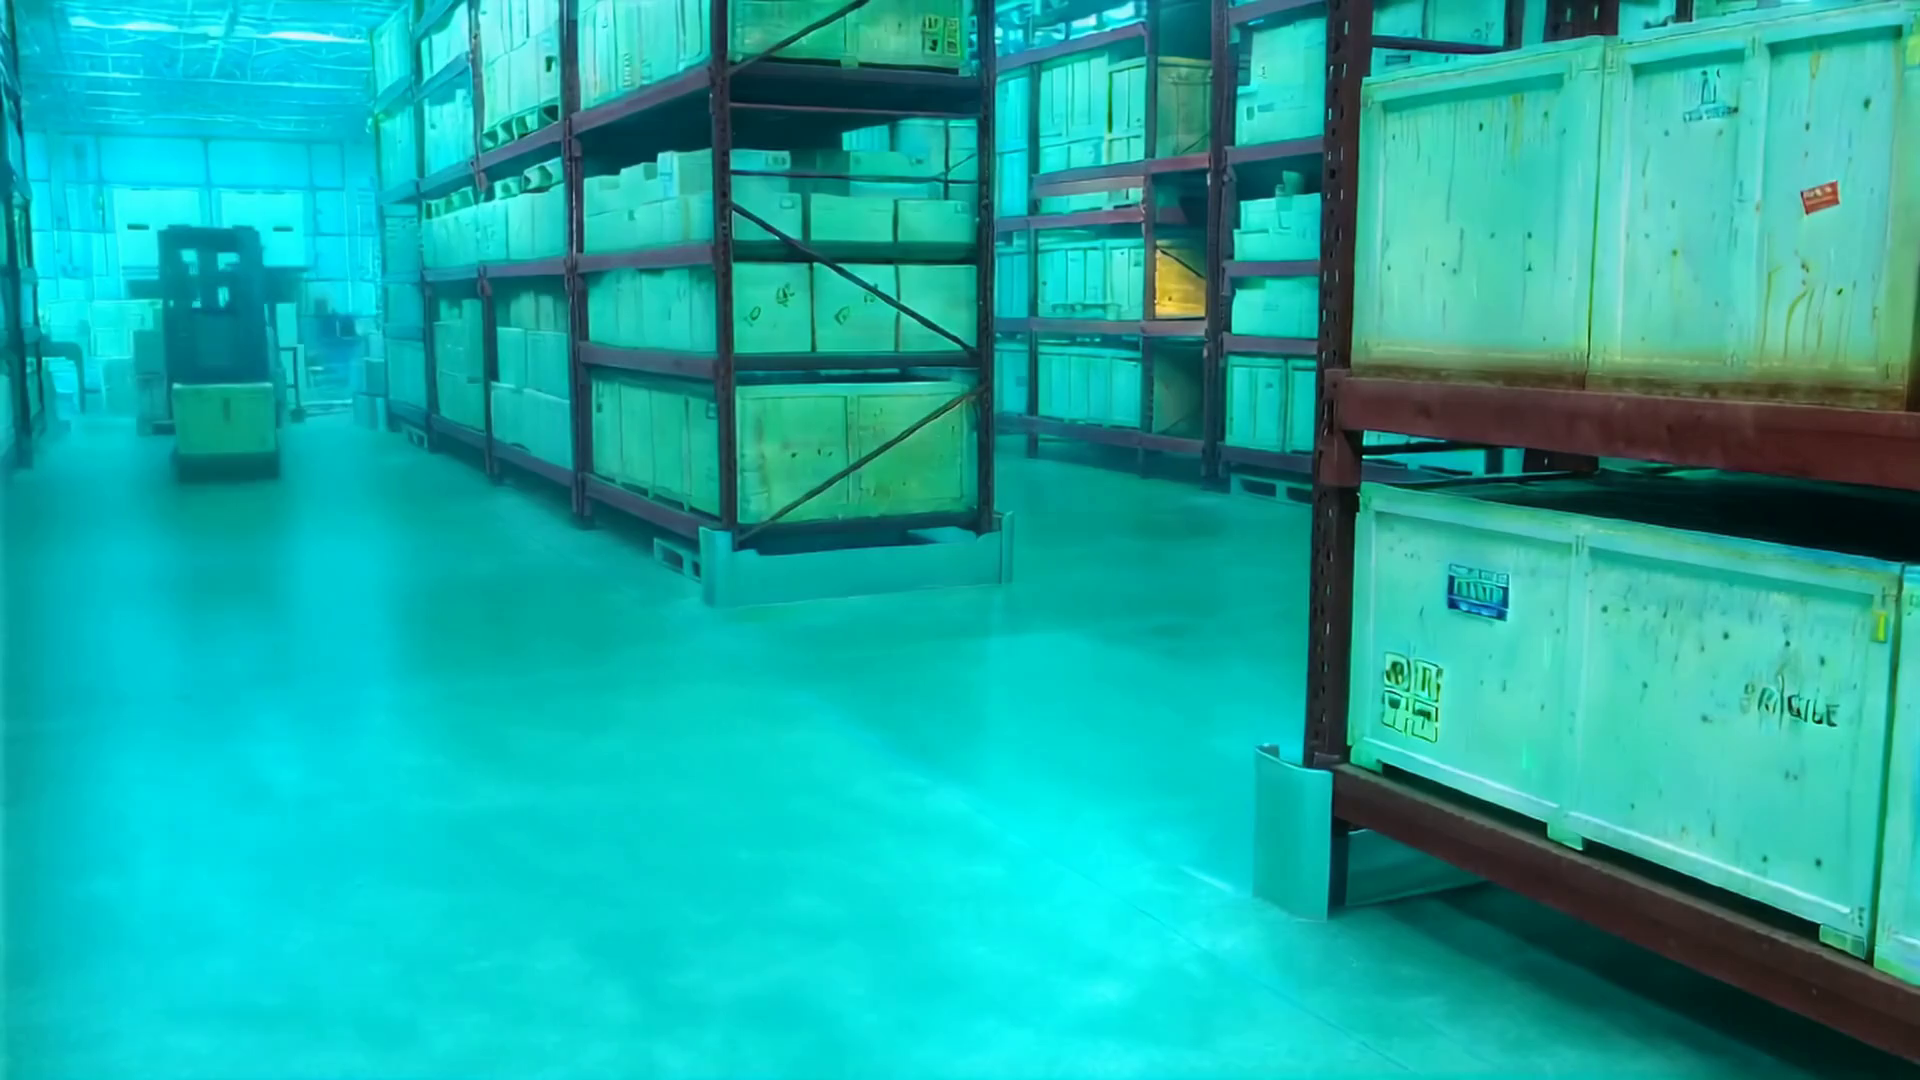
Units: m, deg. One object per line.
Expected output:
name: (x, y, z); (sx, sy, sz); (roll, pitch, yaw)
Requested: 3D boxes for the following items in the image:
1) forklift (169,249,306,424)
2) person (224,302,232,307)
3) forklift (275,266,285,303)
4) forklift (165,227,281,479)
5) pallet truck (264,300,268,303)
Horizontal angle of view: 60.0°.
forklift: (-11.284, -3.144, 25.767); (1.129, 2.768, 1.873); (2, 9, 15)
person: (-20.555, -5.728, 46.820); (0.630, 1.940, 0.372); (6, 10, 34)
forklift: (-17.121, -5.368, 41.102); (1.873, 2.768, 1.129); (5, 10, 30)
forklift: (-8.495, -2.168, 19.039); (1.129, 2.768, 1.873); (-4, 9, -26)
pallet truck: (-23.913, -7.404, 58.171); (1.885, 1.965, 0.823); (-1, 8, -9)
